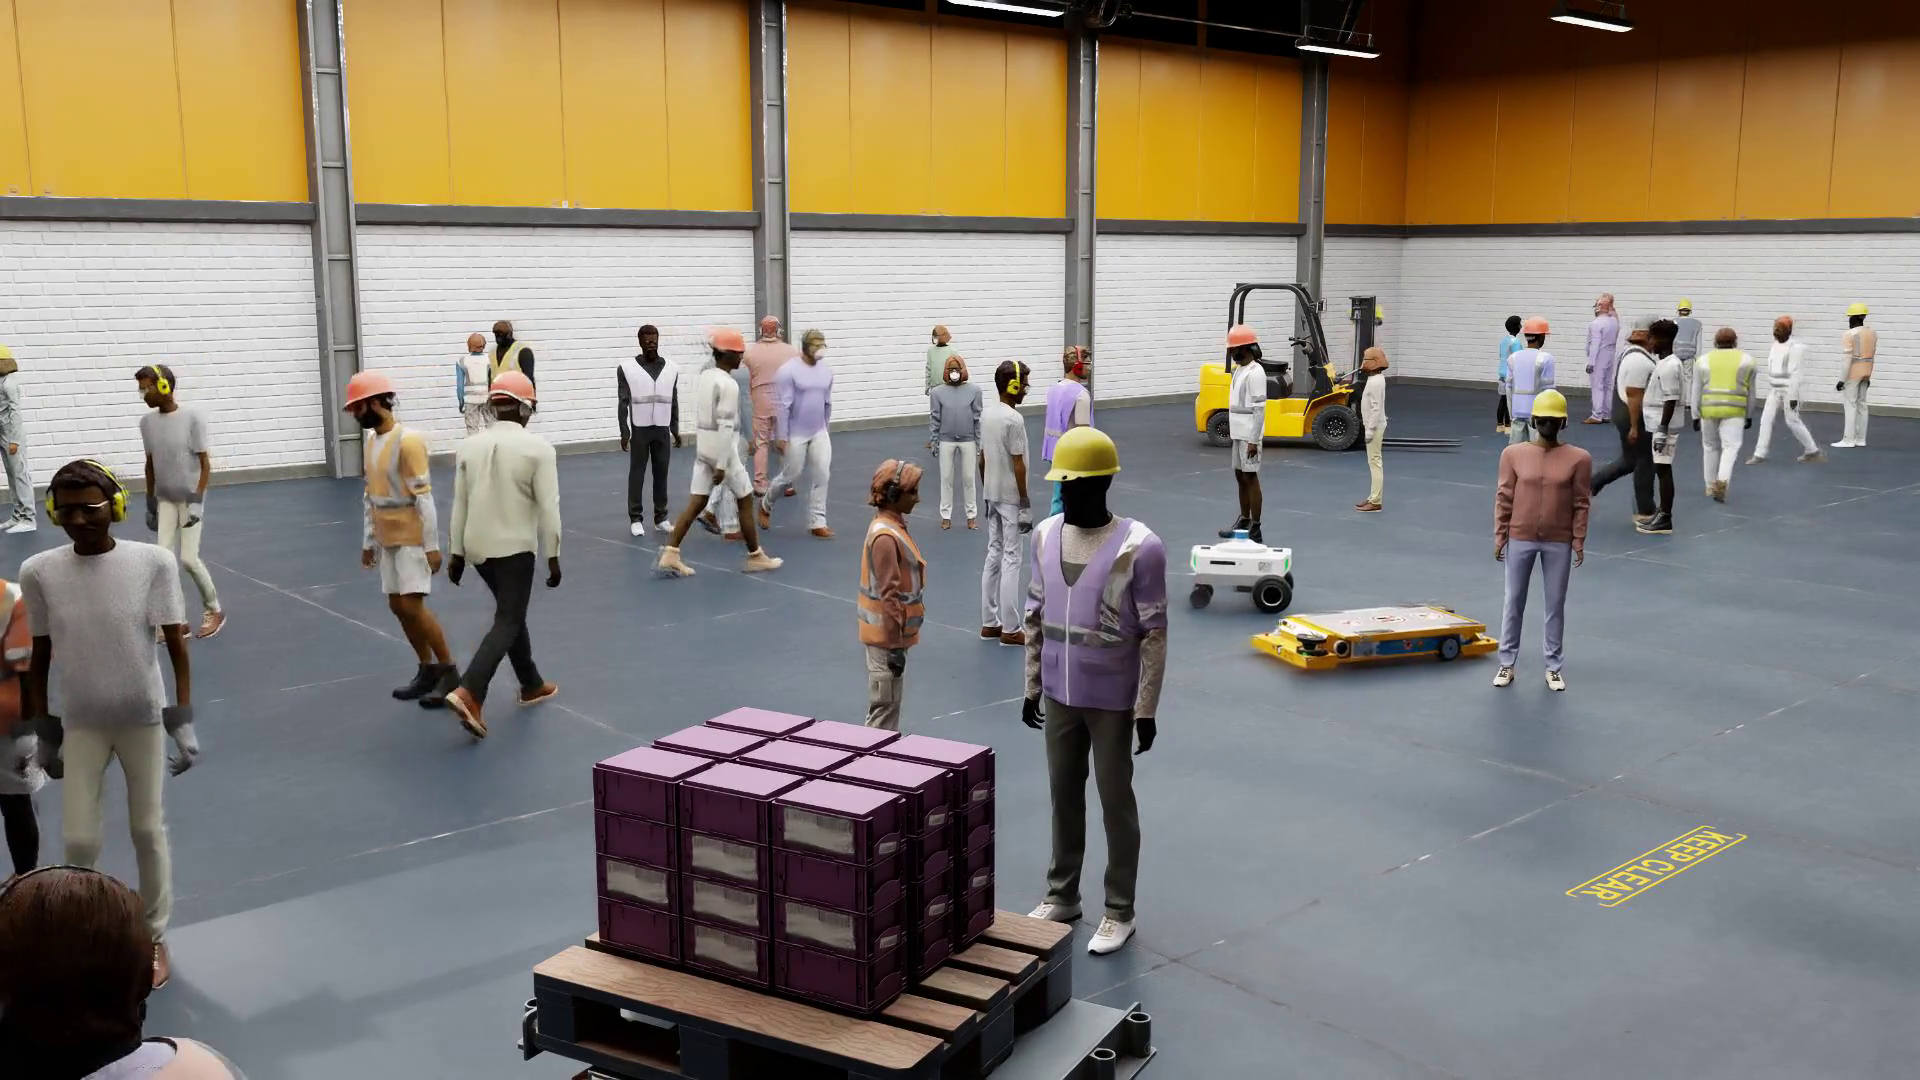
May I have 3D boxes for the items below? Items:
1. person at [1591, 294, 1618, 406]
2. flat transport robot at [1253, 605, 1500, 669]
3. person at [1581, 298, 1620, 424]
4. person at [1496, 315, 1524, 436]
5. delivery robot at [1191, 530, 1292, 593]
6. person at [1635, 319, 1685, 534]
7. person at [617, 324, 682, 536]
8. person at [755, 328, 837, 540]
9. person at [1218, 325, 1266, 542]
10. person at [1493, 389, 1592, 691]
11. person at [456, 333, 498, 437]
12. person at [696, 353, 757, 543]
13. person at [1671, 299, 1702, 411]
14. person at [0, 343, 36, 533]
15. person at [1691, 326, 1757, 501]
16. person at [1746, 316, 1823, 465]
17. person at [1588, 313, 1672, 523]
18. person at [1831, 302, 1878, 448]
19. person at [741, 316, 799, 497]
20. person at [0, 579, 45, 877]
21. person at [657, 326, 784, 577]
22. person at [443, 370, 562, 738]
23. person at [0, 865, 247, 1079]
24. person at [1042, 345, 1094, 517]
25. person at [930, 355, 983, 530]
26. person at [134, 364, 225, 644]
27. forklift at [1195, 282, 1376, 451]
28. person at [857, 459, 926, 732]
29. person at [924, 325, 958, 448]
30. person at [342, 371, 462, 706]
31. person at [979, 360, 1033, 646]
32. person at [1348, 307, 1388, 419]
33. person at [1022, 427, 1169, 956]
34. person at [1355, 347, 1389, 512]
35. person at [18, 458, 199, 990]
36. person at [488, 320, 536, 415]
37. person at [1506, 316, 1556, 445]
[{"bbox_3d":[10.874,-3.195,28.132,0.405,1.892,0.723,3,10,19],"label":"person"},{"bbox_3d":[2.660,0.602,10.586,1.431,0.197,0.652,-3,10,-19],"label":"flat transport robot"},{"bbox_3d":[9.662,-2.701,25.147,0.646,1.907,0.401,-8,12,-39],"label":"person"},{"bbox_3d":[7.803,-2.324,23.542,0.315,1.700,0.541,-1,10,-5],"label":"person"},{"bbox_3d":[2.030,0.170,12.016,0.707,0.478,0.477,2,10,12],"label":"delivery robot"},{"bbox_3d":[6.437,-1.038,15.242,0.367,1.963,0.609,4,11,24],"label":"person"},{"bbox_3d":[-2.839,-1.008,15.200,0.597,1.916,0.371,-7,12,-34],"label":"person"},{"bbox_3d":[-1.470,-0.962,15.003,0.653,1.908,0.817,-9,13,-42],"label":"person"},{"bbox_3d":[2.500,-0.933,14.729,0.379,1.927,0.550,-2,10,-9],"label":"person"},{"bbox_3d":[3.396,0.000,9.736,0.525,1.771,0.305,3,10,17],"label":"person"},{"bbox_3d":[-5.609,-1.594,19.438,0.512,1.642,0.311,-2,10,-12],"label":"person"},{"bbox_3d":[-2.070,-0.928,14.763,0.480,1.907,0.720,-8,13,-41],"label":"person"},{"bbox_3d":[11.811,-3.021,27.237,0.600,1.830,0.404,1,10,8],"label":"person"},{"bbox_3d":[-8.760,-0.937,15.293,0.312,1.744,0.487,-8,13,-40],"label":"person"},{"bbox_3d":[7.923,-1.315,17.308,0.619,1.815,0.846,6,11,31],"label":"person"},{"bbox_3d":[10.049,-1.805,20.158,0.923,1.834,0.622,-2,10,-11],"label":"person"},{"bbox_3d":[6.356,-1.174,15.813,0.816,2.000,0.699,3,10,16],"label":"person"},{"bbox_3d":[11.837,-2.176,22.021,0.593,1.921,0.387,-5,11,-26],"label":"person"},{"bbox_3d":[-1.986,-1.400,17.531,0.653,1.906,0.405,-1,10,-8],"label":"person"},{"bbox_3d":[-3.567,0.697,5.965,0.544,1.649,0.863,-1,10,-7],"label":"person"},{"bbox_3d":[-1.940,-0.685,13.134,1.038,1.997,0.615,-7,12,-36],"label":"person"},{"bbox_3d":[-2.504,0.056,8.999,0.643,1.928,1.070,3,10,19],"label":"person"},{"bbox_3d":[-1.021,1.312,1.969,0.433,1.809,0.741,-1,10,-7],"label":"person"},{"bbox_3d":[0.847,-0.591,12.969,0.374,1.843,0.568,-4,11,-24],"label":"person"},{"bbox_3d":[-0.032,-0.902,15.439,0.502,1.626,0.283,0,10,0],"label":"person"},{"bbox_3d":[-5.180,-0.242,10.947,0.531,1.828,0.435,2,10,10],"label":"person"},{"bbox_3d":[4.328,-2.346,22.227,2.313,2.155,1.214,3,10,16],"label":"forklift"},{"bbox_3d":[-0.305,0.454,7.452,0.311,1.640,0.514,0,10,-2],"label":"person"},{"bbox_3d":[-0.248,-2.003,21.857,0.509,1.632,0.272,7,12,34],"label":"person"},{"bbox_3d":[-3.183,-0.009,9.429,0.614,1.889,0.469,9,13,42],"label":"person"},{"bbox_3d":[0.315,-0.241,10.874,0.328,1.865,0.519,-6,11,-30],"label":"person"},{"bbox_3d":[6.381,-2.776,26.033,0.686,1.748,0.523,5,11,27],"label":"person"},{"bbox_3d":[0.464,0.545,6.082,0.595,1.925,0.371,8,13,39],"label":"person"},{"bbox_3d":[4.098,-1.095,16.538,0.278,1.634,0.498,3,10,15],"label":"person"},{"bbox_3d":[-2.886,0.647,5.684,0.527,1.861,0.420,-4,10,-20],"label":"person"},{"bbox_3d":[-5.059,-1.564,18.741,0.664,1.818,0.435,6,11,31],"label":"person"},{"bbox_3d":[5.722,-1.267,16.651,0.350,1.941,0.545,-7,12,-36],"label":"person"}]
